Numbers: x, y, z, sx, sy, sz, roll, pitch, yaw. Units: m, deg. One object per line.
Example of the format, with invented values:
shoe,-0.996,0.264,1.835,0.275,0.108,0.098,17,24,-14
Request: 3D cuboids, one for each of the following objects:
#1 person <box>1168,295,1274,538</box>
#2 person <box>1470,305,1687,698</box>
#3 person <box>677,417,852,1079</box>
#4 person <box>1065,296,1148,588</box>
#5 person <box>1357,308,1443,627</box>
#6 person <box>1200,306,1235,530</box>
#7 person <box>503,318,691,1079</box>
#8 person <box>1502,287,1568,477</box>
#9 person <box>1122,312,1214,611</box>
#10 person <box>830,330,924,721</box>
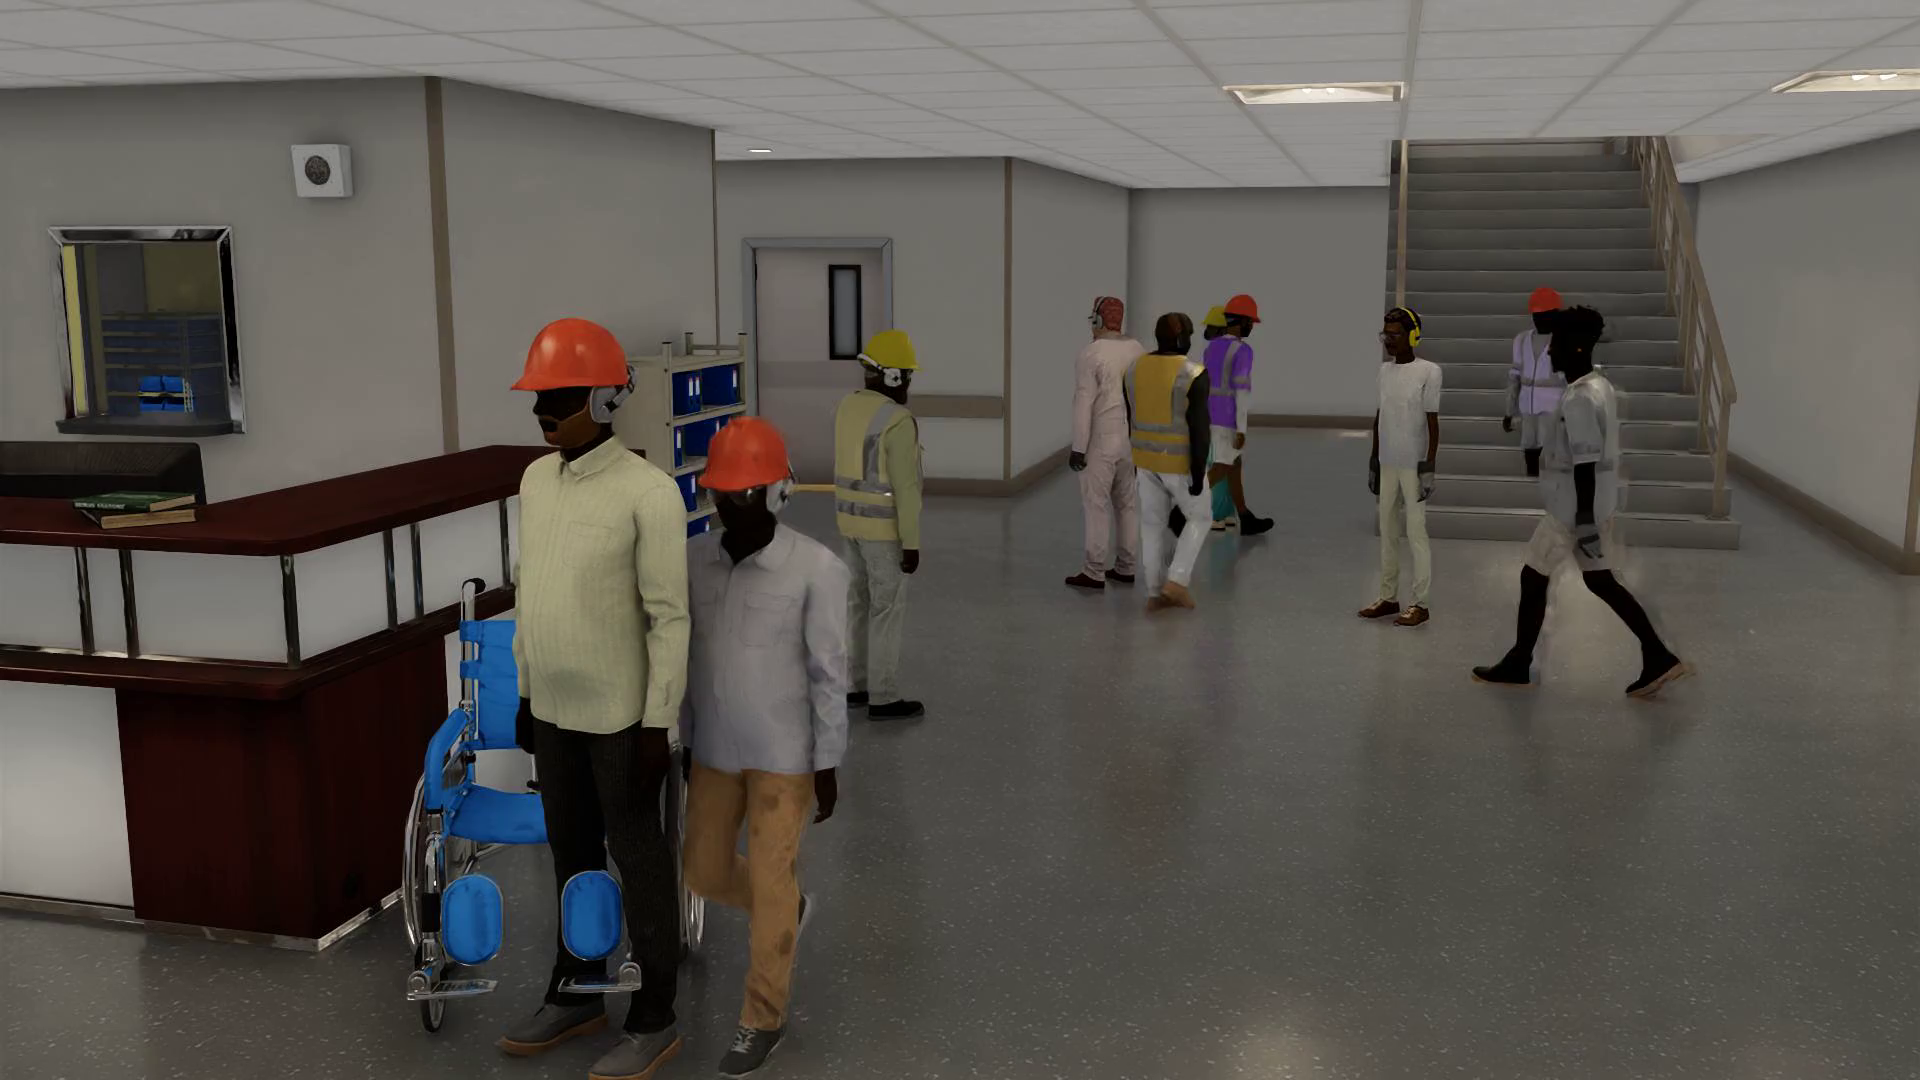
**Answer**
person,1.976,-0.919,12.642,1.002,1.894,0.552,-4,10,-22
person,3.081,-0.175,8.108,0.959,1.930,0.602,7,12,34
person,-0.530,0.526,4.499,0.567,1.738,0.547,5,11,26
person,0.958,-0.639,10.906,0.649,1.901,0.399,-9,13,-42
person,2.595,-0.427,9.768,0.324,1.862,0.510,-6,12,-33
person,2.037,-0.960,13.169,0.306,1.770,0.532,6,11,30
person,-0.962,0.423,4.355,0.608,1.995,0.377,7,12,36
person,4.560,-1.020,13.082,0.405,1.924,0.557,-8,12,-38
person,1.267,-0.460,10.069,0.634,1.826,0.449,8,13,40
person,-0.368,-0.062,7.749,0.404,1.818,0.601,-7,12,-35
